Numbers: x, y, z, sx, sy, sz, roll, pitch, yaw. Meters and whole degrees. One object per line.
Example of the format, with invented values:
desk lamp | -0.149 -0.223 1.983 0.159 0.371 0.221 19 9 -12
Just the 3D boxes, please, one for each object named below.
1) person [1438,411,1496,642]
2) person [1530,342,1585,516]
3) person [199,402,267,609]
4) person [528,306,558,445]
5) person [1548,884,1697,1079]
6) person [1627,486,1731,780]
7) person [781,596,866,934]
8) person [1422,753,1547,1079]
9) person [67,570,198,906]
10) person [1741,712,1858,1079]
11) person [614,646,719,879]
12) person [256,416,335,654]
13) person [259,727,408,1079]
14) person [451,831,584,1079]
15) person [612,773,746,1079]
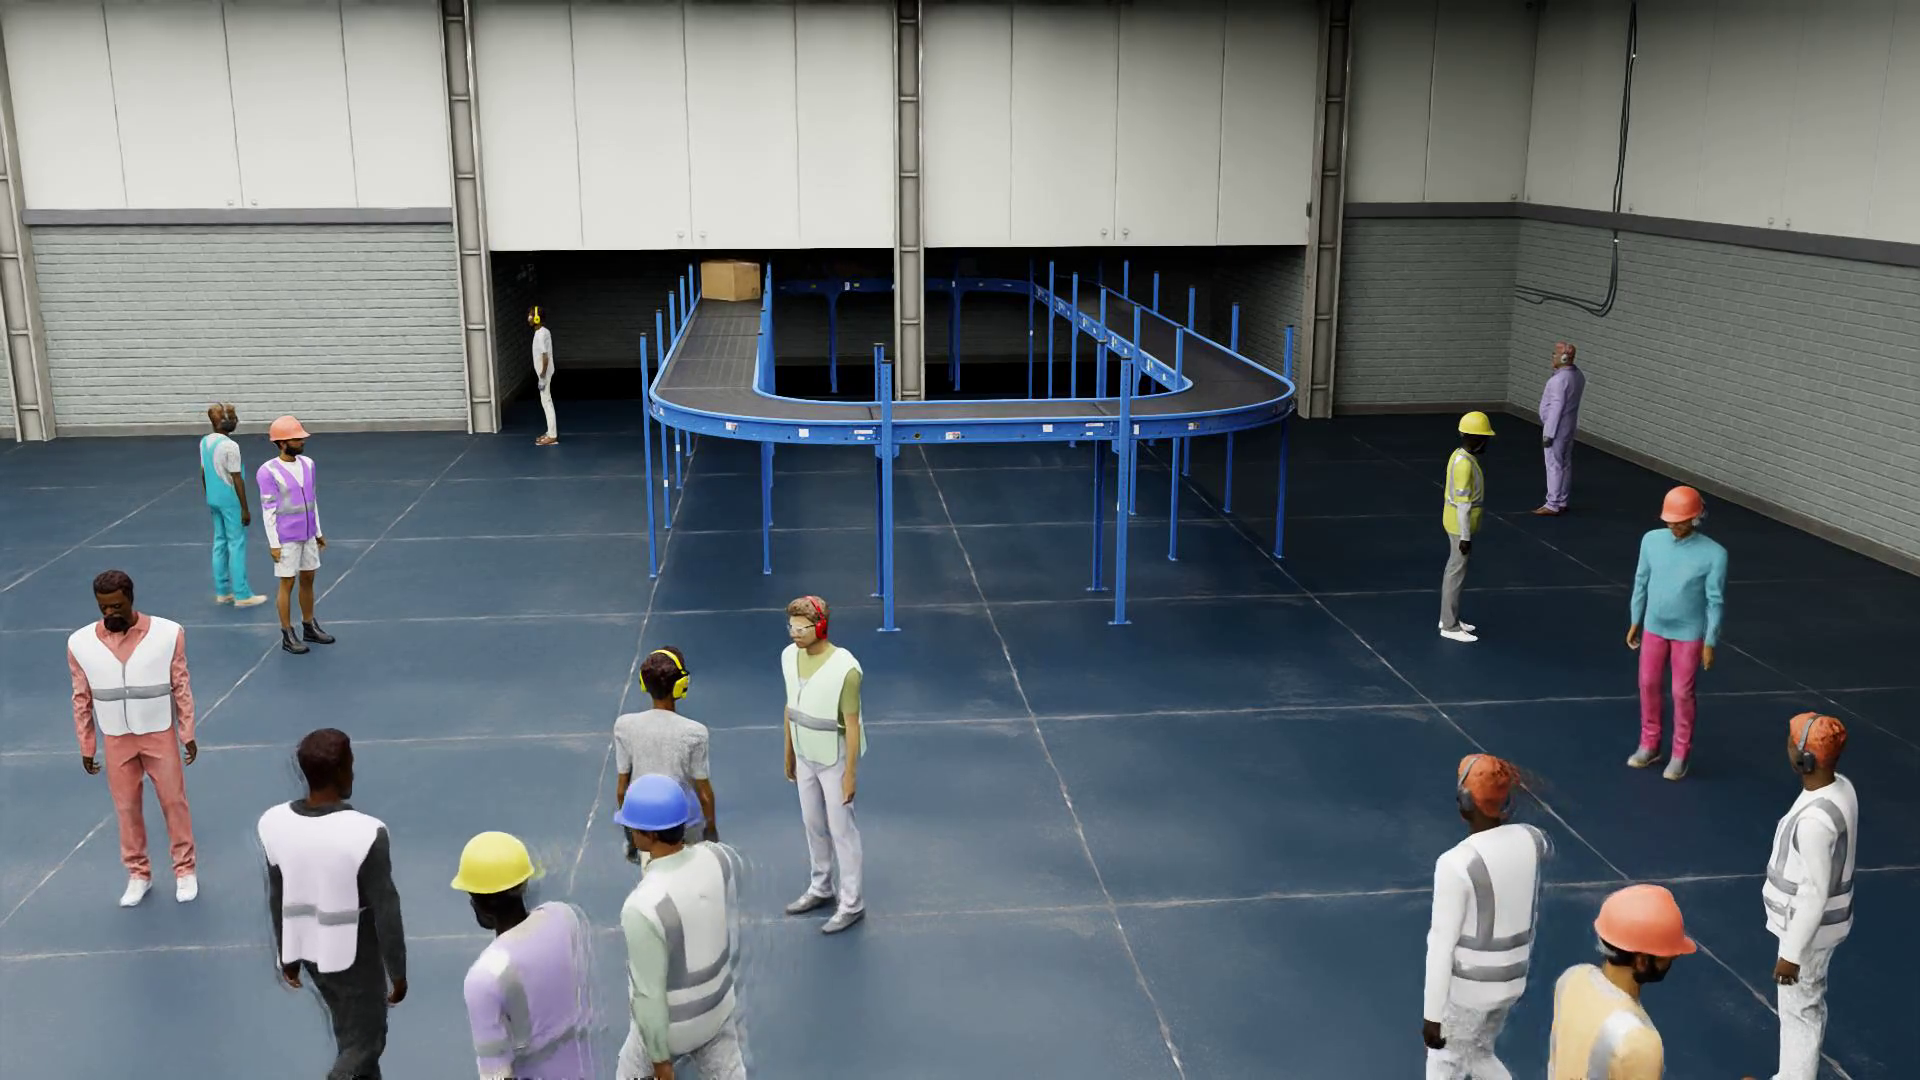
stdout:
person | 4.216 -0.122 13.872 0.369 1.925 0.594 4 14 14
person | 6.574 -1.220 18.305 0.409 1.908 0.652 12 18 39
person | -6.505 -0.310 14.790 0.517 1.843 0.325 9 17 32
person | -5.613 -2.216 22.372 0.309 1.868 0.535 -3 14 -11
person | 2.044 2.014 5.375 0.496 1.950 0.548 0 14 -2
person | 4.677 0.600 10.894 0.463 1.966 0.632 -11 18 -37
person | -0.722 1.174 8.887 0.565 1.835 0.394 13 19 43
person | 2.070 1.760 6.461 0.642 1.870 0.554 -9 17 -33
person | -4.523 1.072 9.145 0.599 1.908 0.402 -4 15 -17
person | 3.531 1.623 6.980 0.362 1.883 0.575 9 17 33
person | -1.363 1.407 7.871 0.517 1.874 0.327 4 15 16
person | -5.410 -0.050 13.557 0.347 1.941 0.550 6 15 23
person | -2.538 1.681 6.729 0.601 1.895 0.805 5 15 20
person | -1.592 1.898 5.890 0.959 1.874 0.602 6 15 24
person | -1.043 1.784 6.327 1.011 1.902 0.607 8 16 29
